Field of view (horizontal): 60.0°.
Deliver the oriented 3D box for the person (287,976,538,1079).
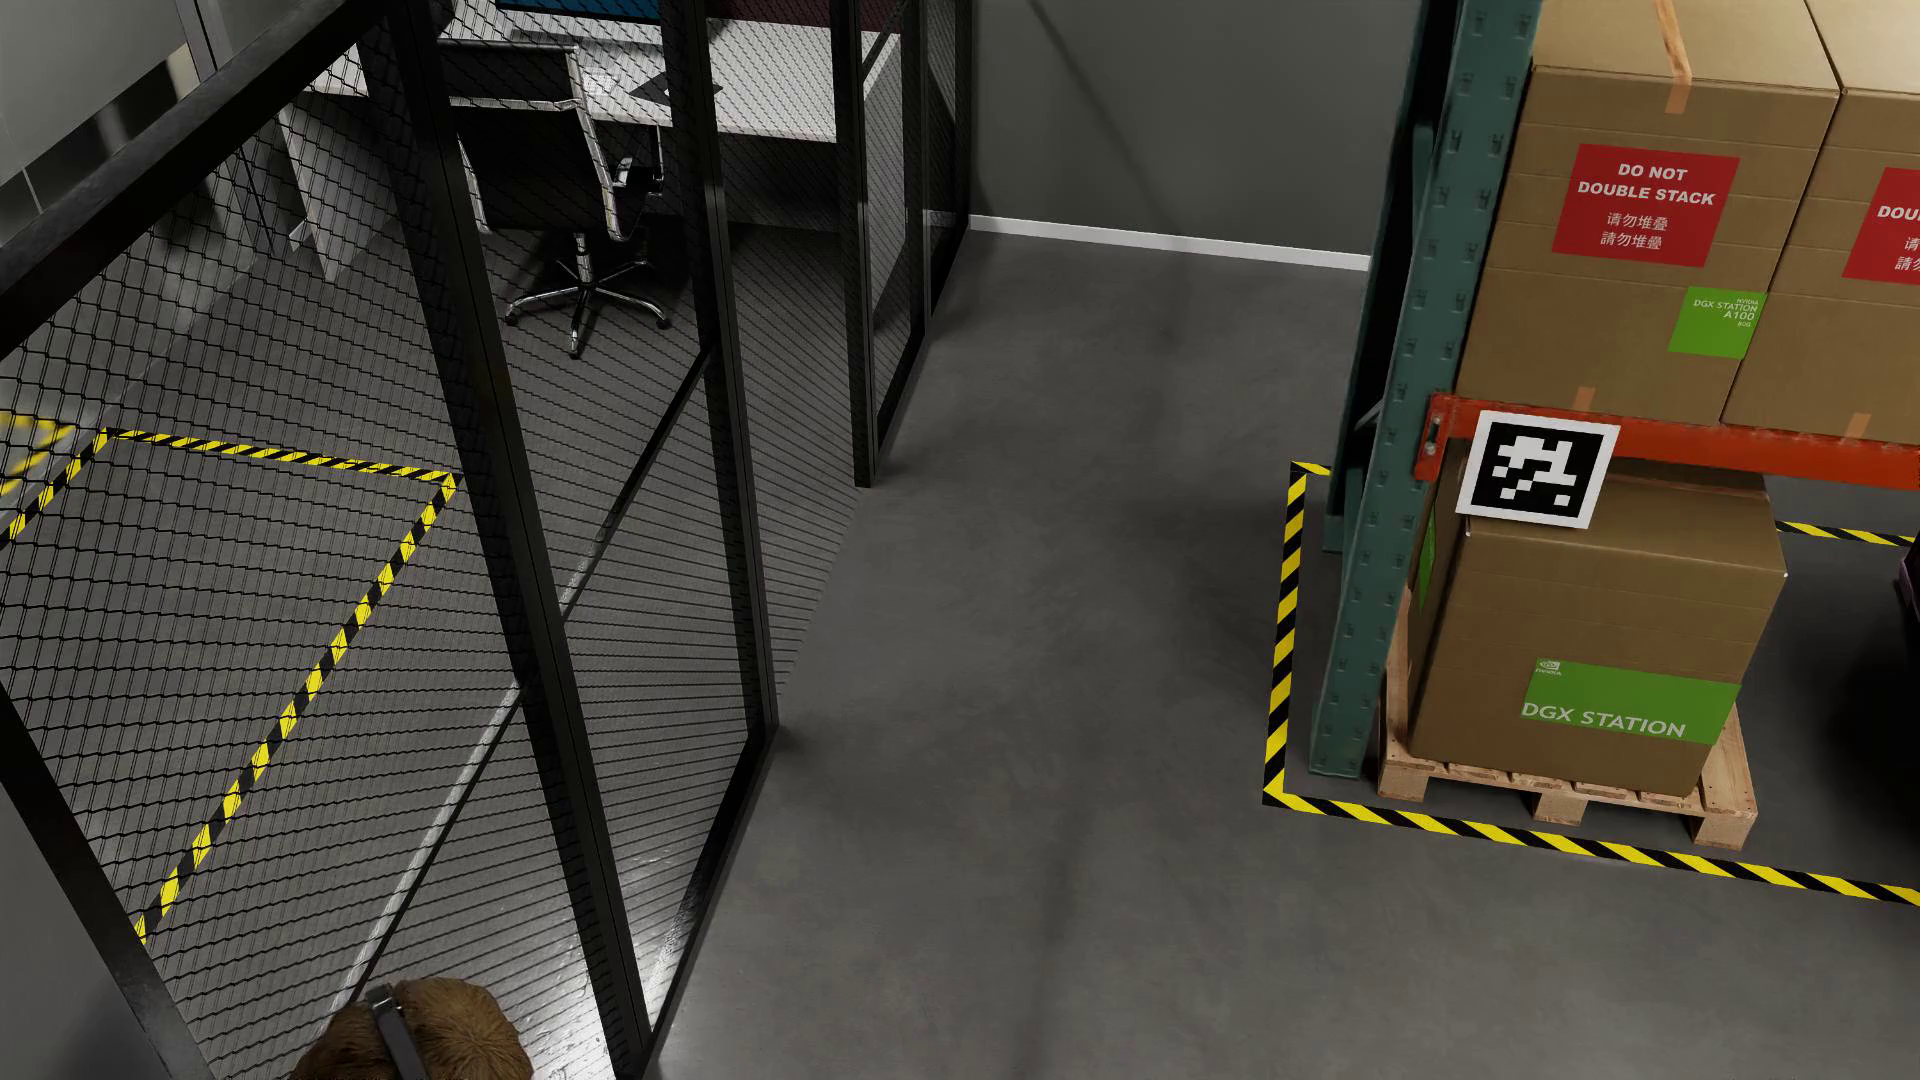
[{"bbox_3d":[-0.518,1.156,2.168,0.627,1.938,0.371,19,45,21],"label":"person"}]
